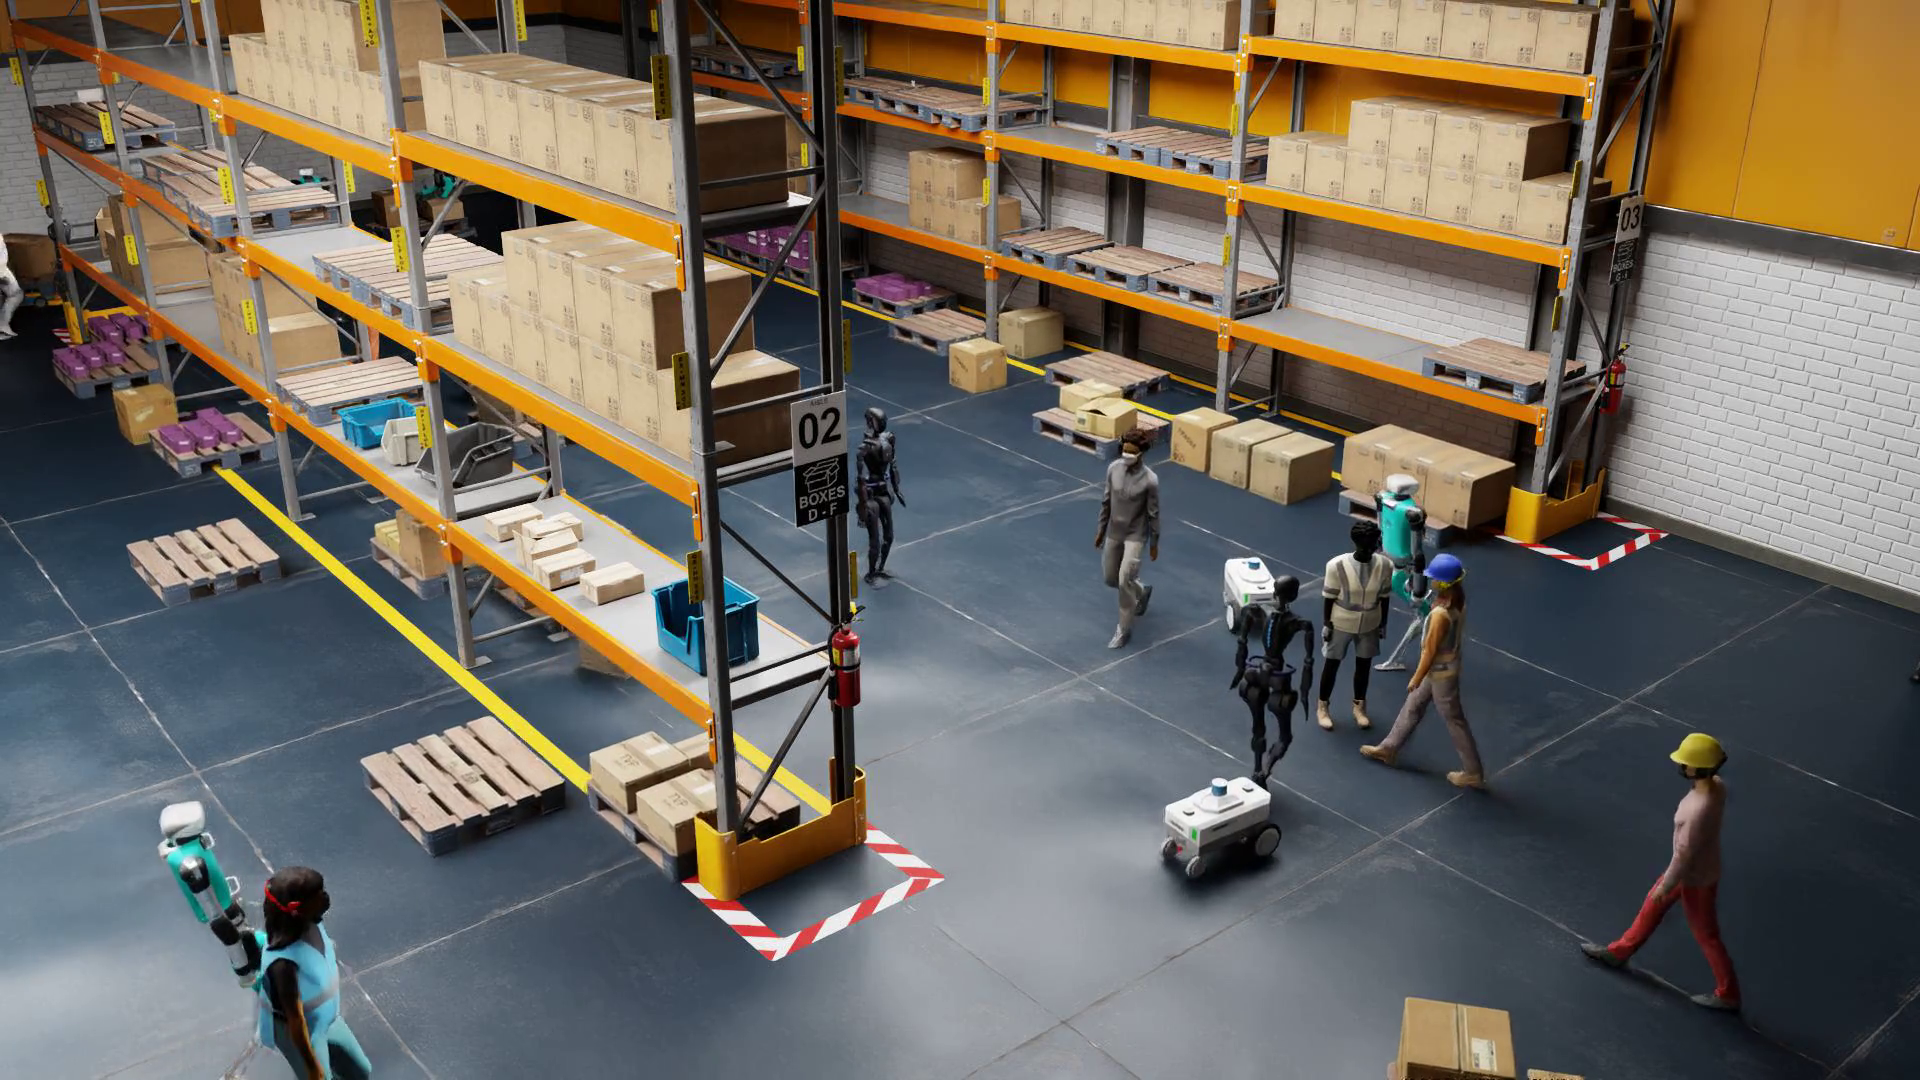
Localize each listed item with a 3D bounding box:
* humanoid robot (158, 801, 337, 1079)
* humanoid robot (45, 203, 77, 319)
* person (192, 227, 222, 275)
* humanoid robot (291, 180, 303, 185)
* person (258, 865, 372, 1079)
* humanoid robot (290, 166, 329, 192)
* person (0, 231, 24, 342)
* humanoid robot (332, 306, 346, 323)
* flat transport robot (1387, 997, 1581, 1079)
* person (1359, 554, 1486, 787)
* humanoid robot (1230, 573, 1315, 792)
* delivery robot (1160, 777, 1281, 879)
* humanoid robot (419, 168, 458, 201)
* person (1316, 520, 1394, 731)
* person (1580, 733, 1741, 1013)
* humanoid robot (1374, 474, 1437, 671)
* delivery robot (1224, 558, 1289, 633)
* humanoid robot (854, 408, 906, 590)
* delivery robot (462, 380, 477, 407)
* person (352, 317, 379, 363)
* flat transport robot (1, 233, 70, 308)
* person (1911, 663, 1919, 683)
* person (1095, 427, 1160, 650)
[{"bbox_3d":[-3.727,2.120,8.937,1.012,1.757,0.530,-14,27,-30],"label":"humanoid robot"},{"bbox_3d":[-12.155,-3.748,22.544,0.370,1.656,0.602,-15,27,-30],"label":"humanoid robot"},{"bbox_3d":[-10.965,-4.535,24.343,0.569,1.694,0.913,14,27,29],"label":"person"},{"bbox_3d":[-9.407,-4.368,23.981,0.345,1.655,0.601,3,23,6],"label":"humanoid robot"},{"bbox_3d":[-3.160,2.396,8.098,0.464,1.851,0.556,0,23,0],"label":"person"},{"bbox_3d":[-9.610,-4.701,24.760,0.549,1.808,0.850,-11,26,-23],"label":"humanoid robot"},{"bbox_3d":[-12.646,-3.534,21.788,0.673,1.883,0.438,11,26,24],"label":"person"},{"bbox_3d":[-8.528,-3.718,22.460,0.812,1.814,0.531,7,24,17],"label":"humanoid robot"},{"bbox_3d":[2.666,3.274,8.062,1.431,0.231,0.659,5,24,12],"label":"flat transport robot"},{"bbox_3d":[3.366,0.908,11.695,0.912,1.731,0.468,10,25,21],"label":"person"},{"bbox_3d":[2.121,1.013,11.539,0.609,1.642,0.516,15,28,31],"label":"humanoid robot"},{"bbox_3d":[1.694,1.852,10.980,0.758,0.583,0.499,-15,27,-30],"label":"delivery robot"},{"bbox_3d":[-8.788,-6.025,27.799,1.014,1.774,0.534,9,25,19],"label":"humanoid robot"},{"bbox_3d":[2.942,0.628,12.399,0.534,1.693,0.320,-2,23,-5],"label":"person"},{"bbox_3d":[4.148,1.872,9.487,0.924,1.703,0.534,12,26,26],"label":"person"},{"bbox_3d":[3.630,0.301,13.117,0.795,1.790,0.530,-10,25,-22],"label":"humanoid robot"},{"bbox_3d":[2.509,0.461,14.239,0.499,0.614,0.803,-2,23,-5],"label":"delivery robot"},{"bbox_3d":[-0.728,-0.394,14.776,0.324,1.653,0.590,14,27,30],"label":"humanoid robot"},{"bbox_3d":[-5.512,-1.922,19.702,0.742,0.570,0.499,-11,26,-24],"label":"delivery robot"},{"bbox_3d":[-7.199,-2.755,20.148,0.502,1.758,0.344,13,27,28],"label":"person"},{"bbox_3d":[-13.412,-3.442,23.614,1.431,0.231,0.659,-10,25,-23],"label":"flat transport robot"},{"bbox_3d":[7.810,0.262,12.957,0.547,1.924,0.387,14,27,29],"label":"person"},{"bbox_3d":[1.412,-0.064,13.762,0.544,1.876,0.674,18,29,36],"label":"person"}]
